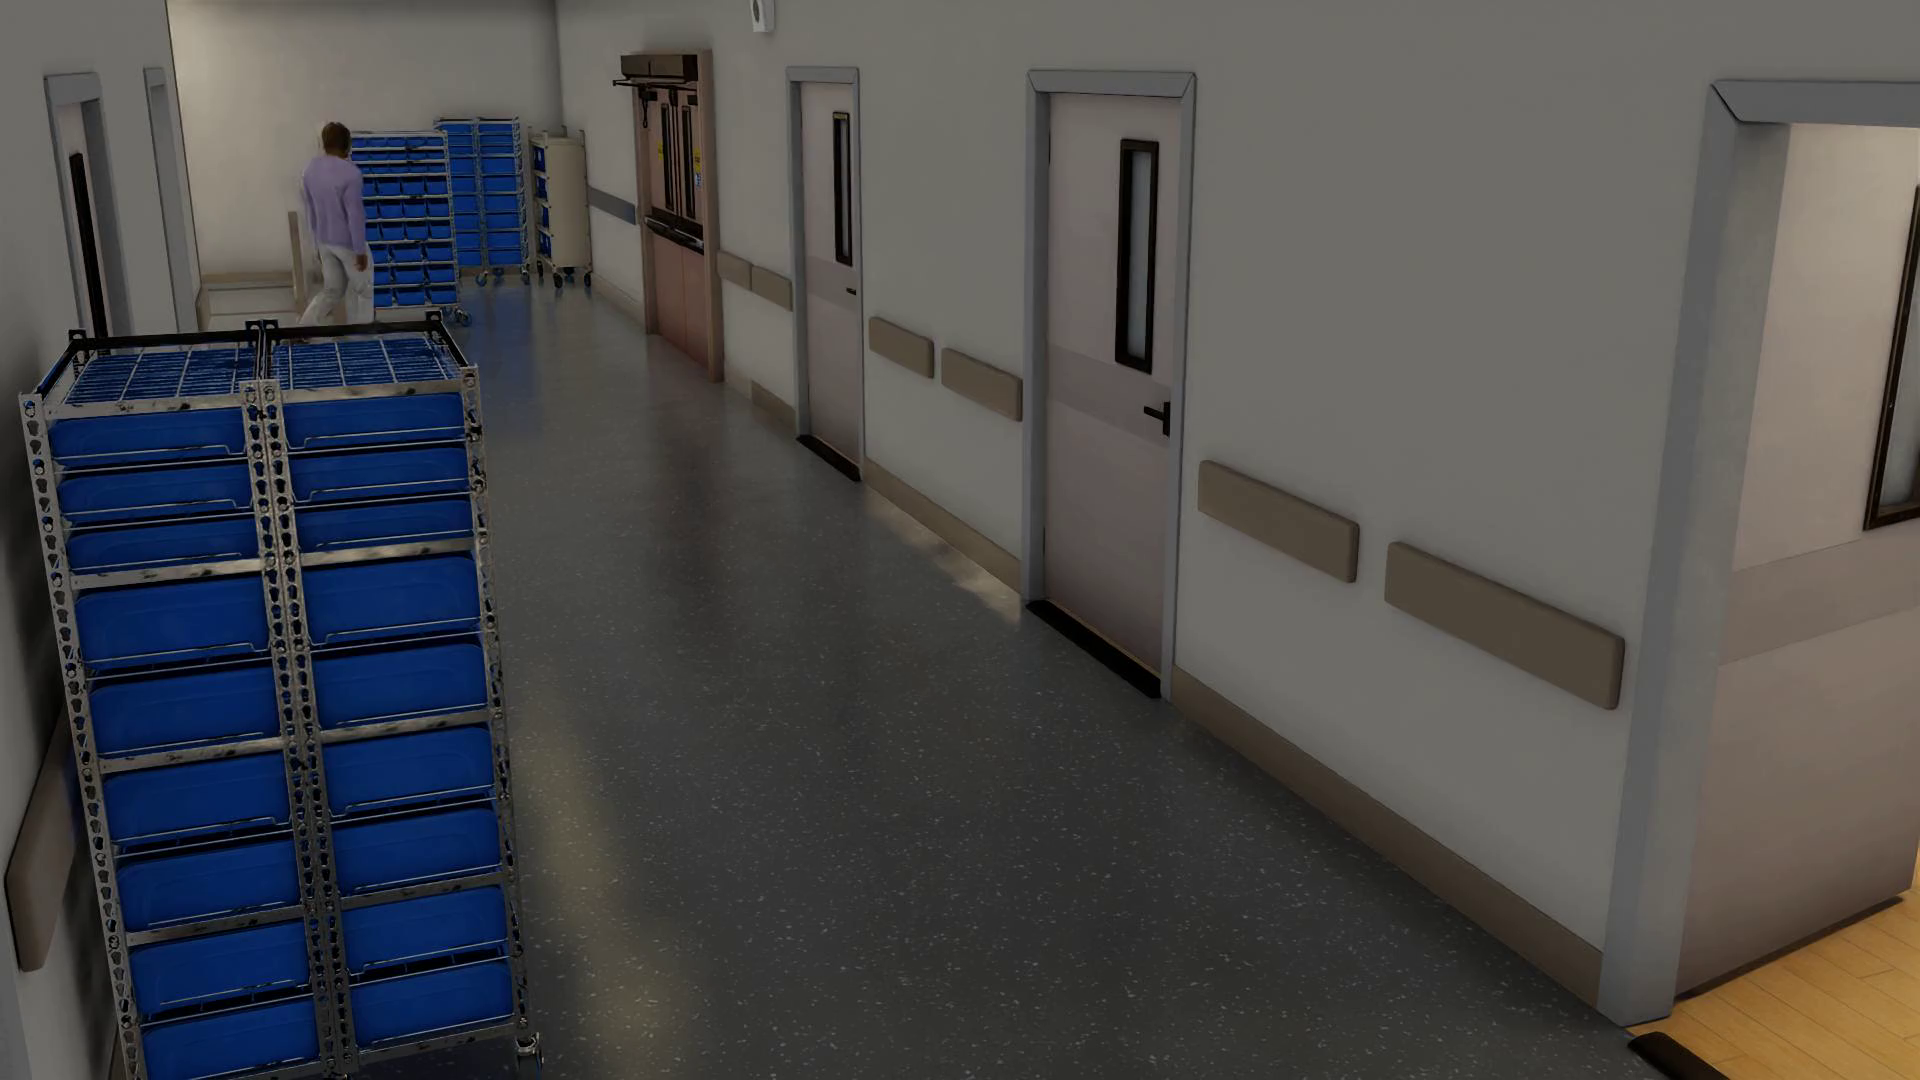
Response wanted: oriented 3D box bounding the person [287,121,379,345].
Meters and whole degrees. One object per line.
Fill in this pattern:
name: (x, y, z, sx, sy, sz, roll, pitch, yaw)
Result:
person: (-4.958, -2.320, 13.121, 0.631, 1.917, 0.831, 9, 19, 29)
